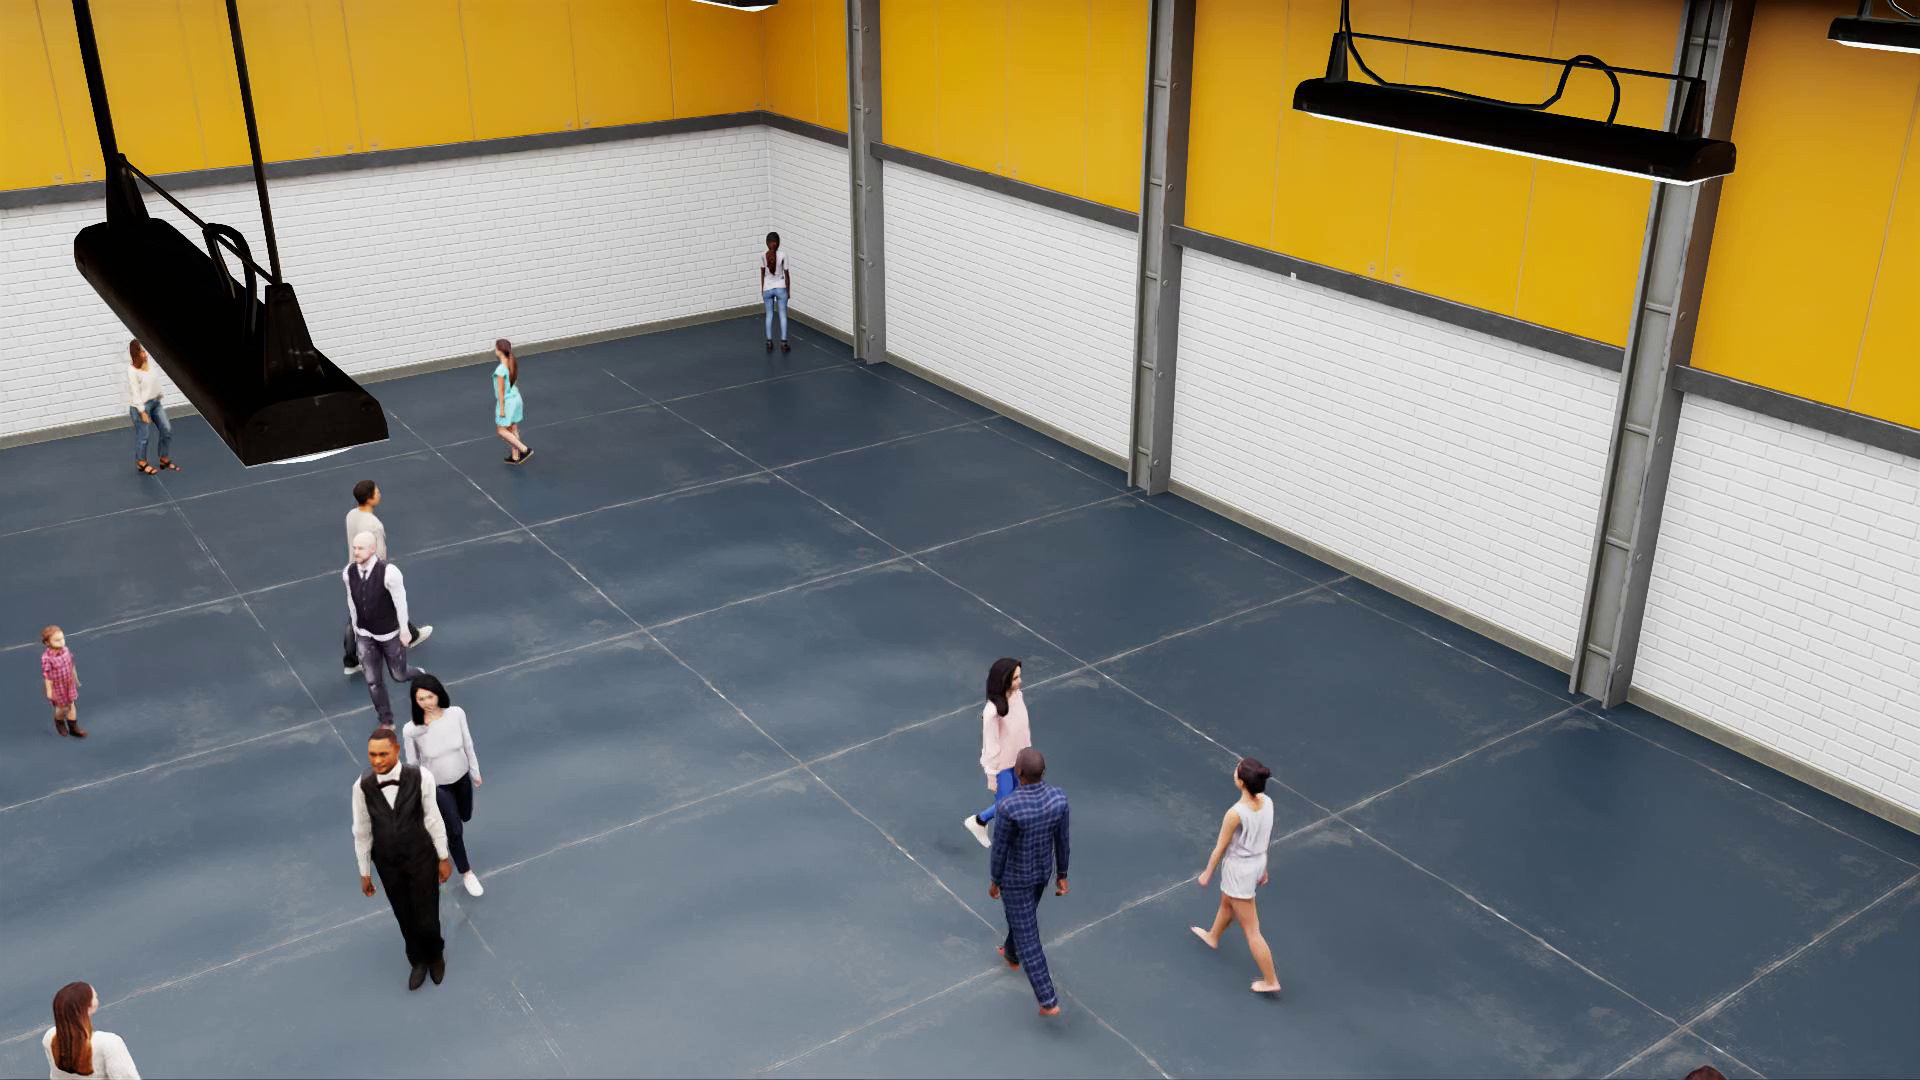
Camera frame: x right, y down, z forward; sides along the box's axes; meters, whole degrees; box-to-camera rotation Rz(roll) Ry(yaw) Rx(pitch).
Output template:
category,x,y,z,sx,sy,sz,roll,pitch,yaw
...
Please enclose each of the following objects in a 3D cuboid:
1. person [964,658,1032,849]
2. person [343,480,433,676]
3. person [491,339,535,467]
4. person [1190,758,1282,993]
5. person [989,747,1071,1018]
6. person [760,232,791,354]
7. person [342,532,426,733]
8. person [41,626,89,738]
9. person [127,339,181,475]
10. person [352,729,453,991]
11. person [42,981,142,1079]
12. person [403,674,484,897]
category,x,y,z,sx,sy,sz,roll,pitch,yaw
person,0.257,1.607,11.862,0.988,1.755,0.828,16,28,32
person,-5.292,0.362,14.705,1.227,1.758,1.046,13,27,28
person,-5.212,-1.587,19.423,0.833,1.551,0.745,9,25,19
person,1.888,2.185,10.750,0.676,1.586,1.083,-21,31,-39
person,0.449,2.174,10.524,0.750,1.789,1.165,-13,27,-26
person,-2.631,-3.535,23.668,0.651,1.720,0.697,2,24,5
person,-4.734,0.758,13.748,1.077,1.800,1.125,5,24,11
person,-7.478,1.168,13.787,0.597,1.018,0.535,10,26,22
person,-9.428,-1.533,19.169,0.878,1.655,0.818,5,24,11
person,-3.560,2.008,10.756,0.846,1.906,0.861,-2,24,-5
person,-4.475,3.026,8.696,0.695,1.692,0.763,5,24,11
person,-3.674,1.675,11.813,0.676,1.669,1.060,-20,30,-38
